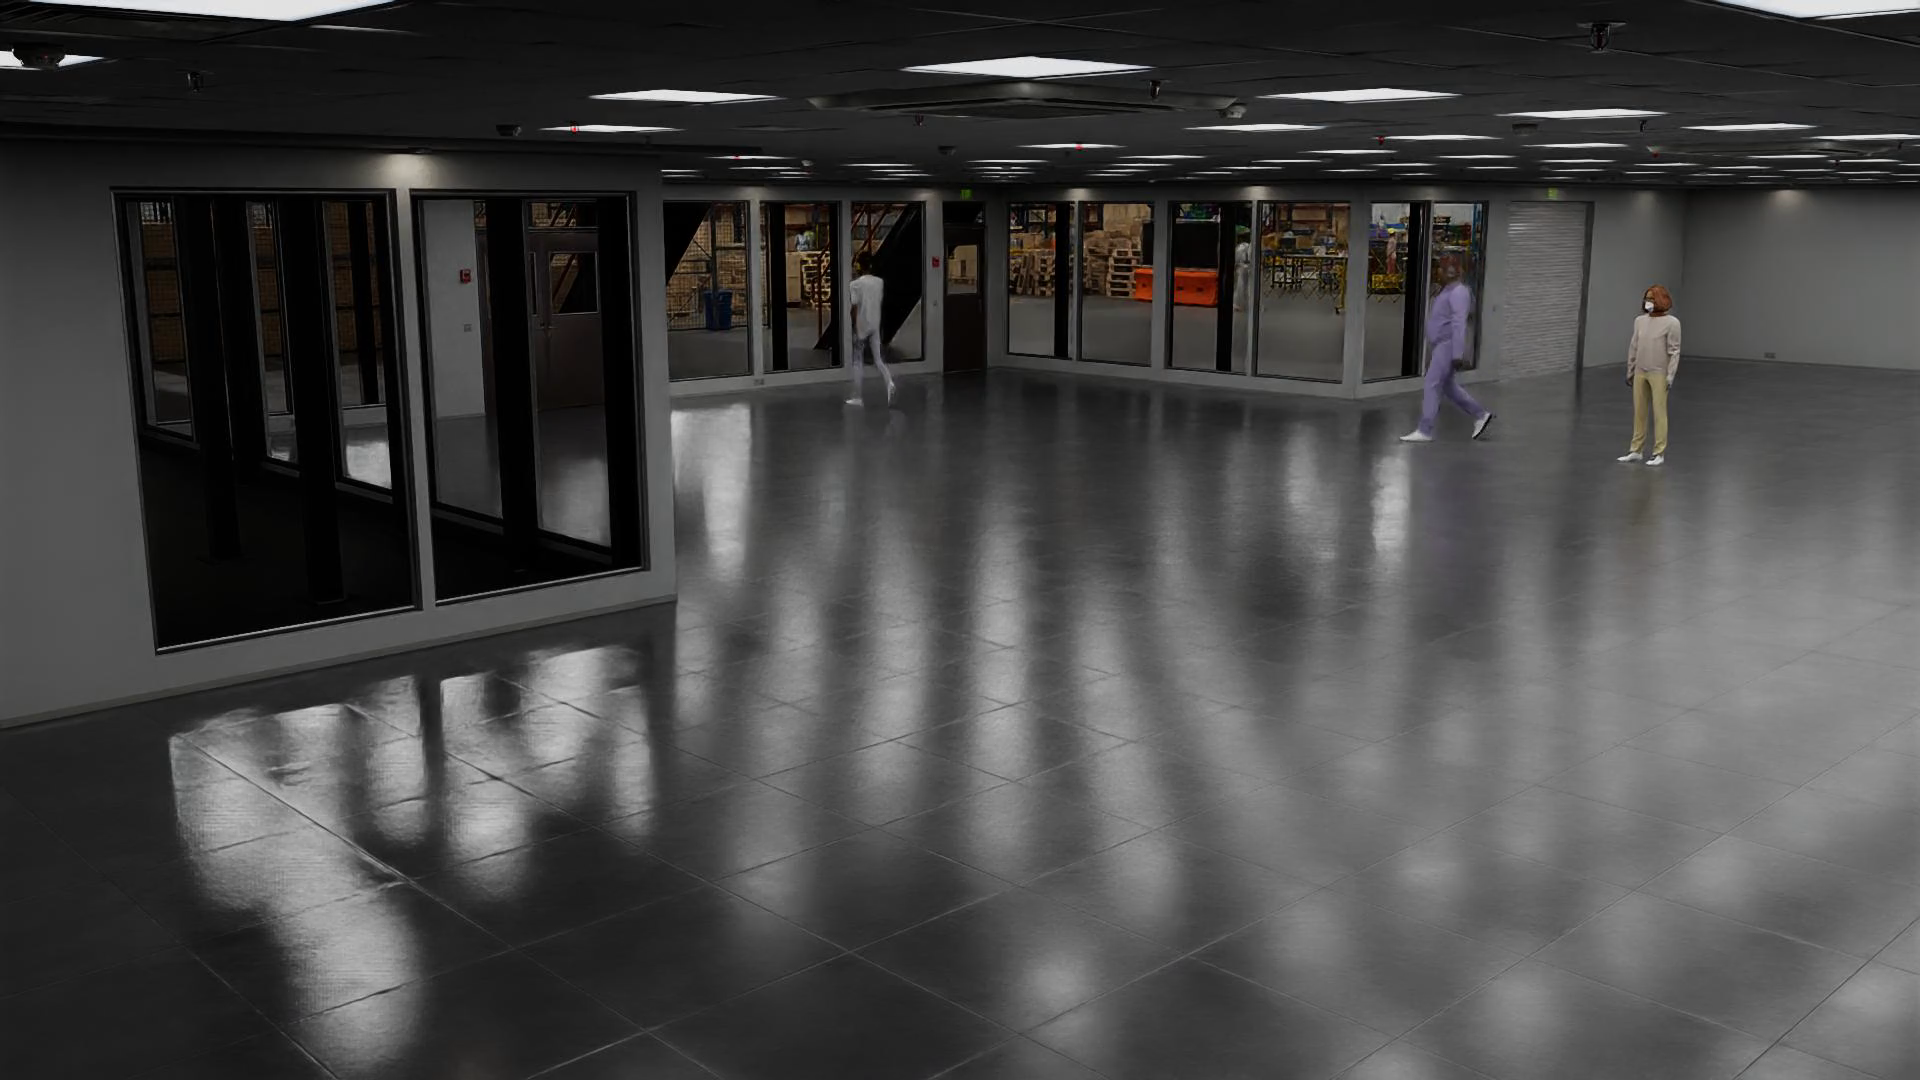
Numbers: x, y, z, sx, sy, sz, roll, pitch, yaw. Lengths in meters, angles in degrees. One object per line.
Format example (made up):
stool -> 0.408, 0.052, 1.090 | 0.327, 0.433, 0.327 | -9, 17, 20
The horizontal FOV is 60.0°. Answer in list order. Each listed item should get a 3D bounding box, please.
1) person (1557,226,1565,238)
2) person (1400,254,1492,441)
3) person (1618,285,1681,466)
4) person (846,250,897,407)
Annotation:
person -> 27.733, -13.932, 76.880 | 0.671, 1.859, 0.985 | -4, 12, -19
person -> 4.907, -1.908, 16.610 | 0.862, 1.877, 0.650 | 1, 11, 4
person -> 6.296, -1.498, 15.153 | 0.275, 1.632, 0.507 | -6, 13, -29
person -> -1.047, -2.474, 19.539 | 0.526, 1.844, 0.797 | -7, 13, -32
